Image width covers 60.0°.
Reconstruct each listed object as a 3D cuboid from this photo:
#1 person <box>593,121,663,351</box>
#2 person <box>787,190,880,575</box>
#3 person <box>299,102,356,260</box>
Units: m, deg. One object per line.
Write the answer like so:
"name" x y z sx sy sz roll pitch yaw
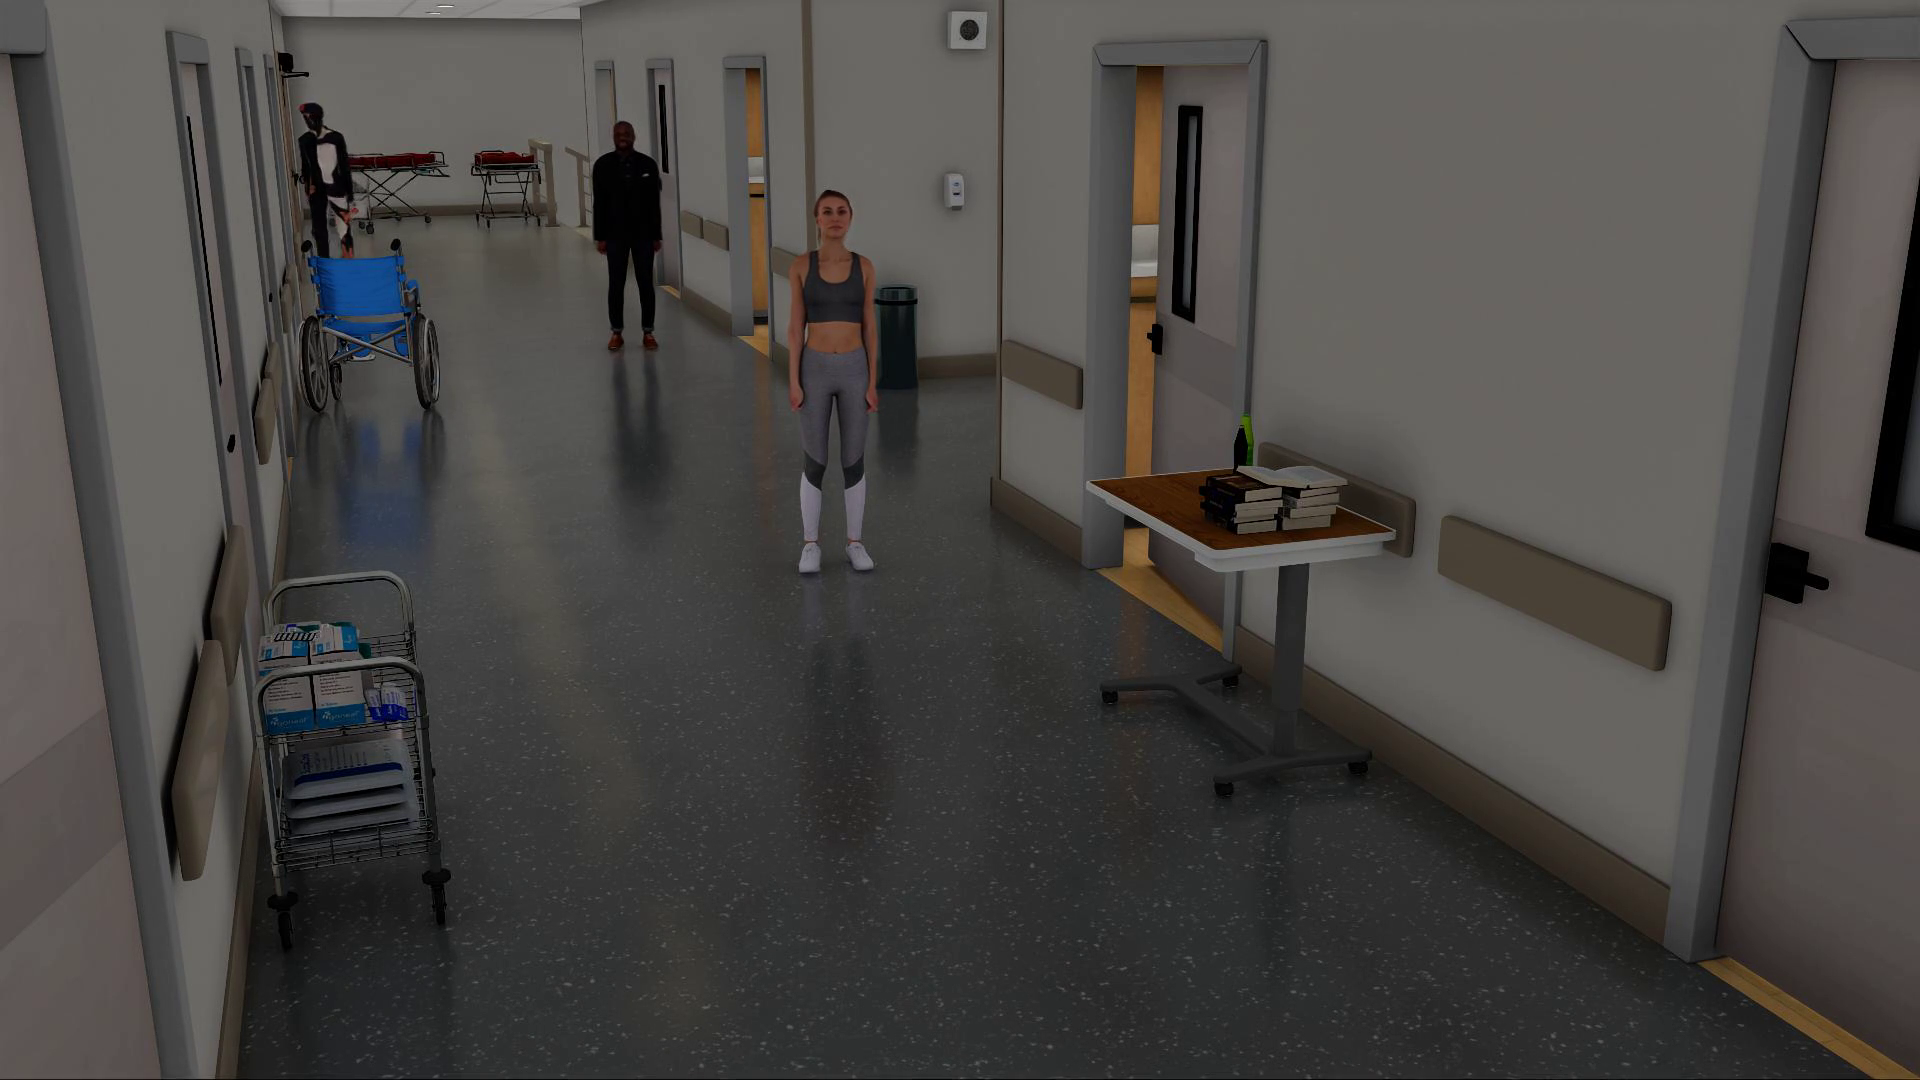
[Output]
"person" -2.673 -2.461 13.468 0.727 1.817 0.633 -3 16 -11
"person" -0.565 -0.703 7.447 0.590 1.701 0.597 -3 16 -11
"person" -6.731 -3.711 17.821 0.902 1.861 1.095 -2 16 -6
